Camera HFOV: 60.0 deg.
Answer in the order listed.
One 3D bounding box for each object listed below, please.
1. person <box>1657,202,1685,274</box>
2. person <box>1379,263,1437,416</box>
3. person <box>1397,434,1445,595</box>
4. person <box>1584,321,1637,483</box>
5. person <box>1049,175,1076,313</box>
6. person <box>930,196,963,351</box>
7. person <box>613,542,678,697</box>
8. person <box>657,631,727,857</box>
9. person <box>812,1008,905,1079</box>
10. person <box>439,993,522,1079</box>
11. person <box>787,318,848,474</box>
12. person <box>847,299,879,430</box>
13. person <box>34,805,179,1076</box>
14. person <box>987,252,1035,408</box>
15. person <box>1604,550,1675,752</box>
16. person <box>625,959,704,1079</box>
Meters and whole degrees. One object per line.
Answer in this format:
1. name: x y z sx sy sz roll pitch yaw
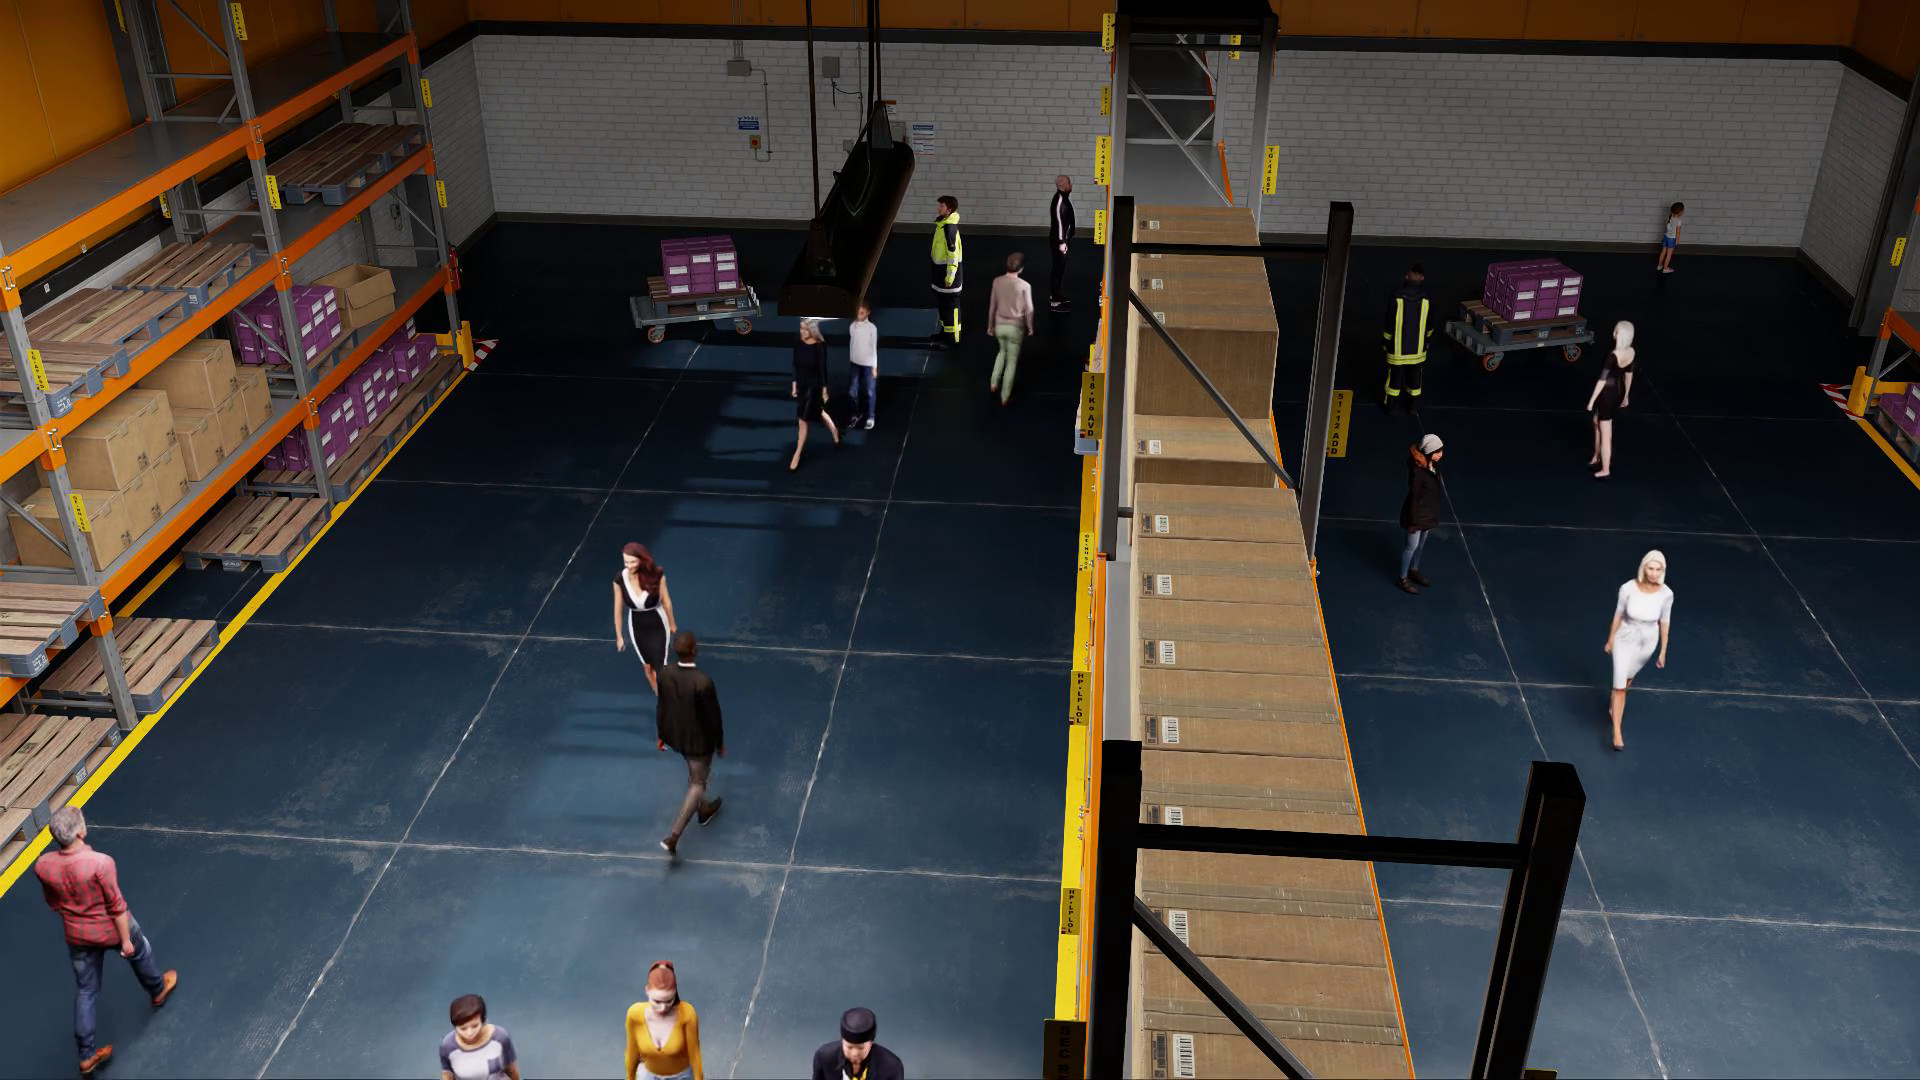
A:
1. person: 10.192 -4.349 23.841 0.520 1.019 0.419 -7 29 -12
2. person: 5.180 -2.333 19.269 0.757 1.860 0.698 0 29 1
3. person: 4.342 -0.274 15.730 0.787 1.633 0.702 20 35 33
4. person: 6.992 -1.441 17.676 0.761 1.818 0.814 -18 34 -30
5. person: 1.341 -4.014 22.373 0.725 1.837 0.503 1 29 3
6. person: -0.156 -3.414 21.116 0.905 1.987 0.716 -7 29 -12
7. person: -2.554 0.729 13.743 0.637 1.774 0.724 0 29 0
8. person: -2.022 1.530 12.273 0.980 1.776 1.210 13 31 23
9. person: -0.531 3.236 9.277 0.778 1.650 1.031 6 29 11
10. person: -2.724 3.144 9.546 0.667 1.555 0.705 -11 30 -18
11. person: -1.576 -1.632 18.152 1.016 1.698 1.231 20 35 32
12. person: -1.056 -2.043 19.063 0.591 1.547 0.616 9 30 15
13. person: -5.474 2.519 10.449 0.722 1.786 1.188 2 29 4
14. person: 0.560 -2.411 19.425 0.779 1.846 0.793 12 31 21
15. person: 5.514 0.820 13.645 0.611 1.709 1.030 4 29 7
16. person: -1.659 3.050 9.536 0.699 1.730 1.041 1 29 3
